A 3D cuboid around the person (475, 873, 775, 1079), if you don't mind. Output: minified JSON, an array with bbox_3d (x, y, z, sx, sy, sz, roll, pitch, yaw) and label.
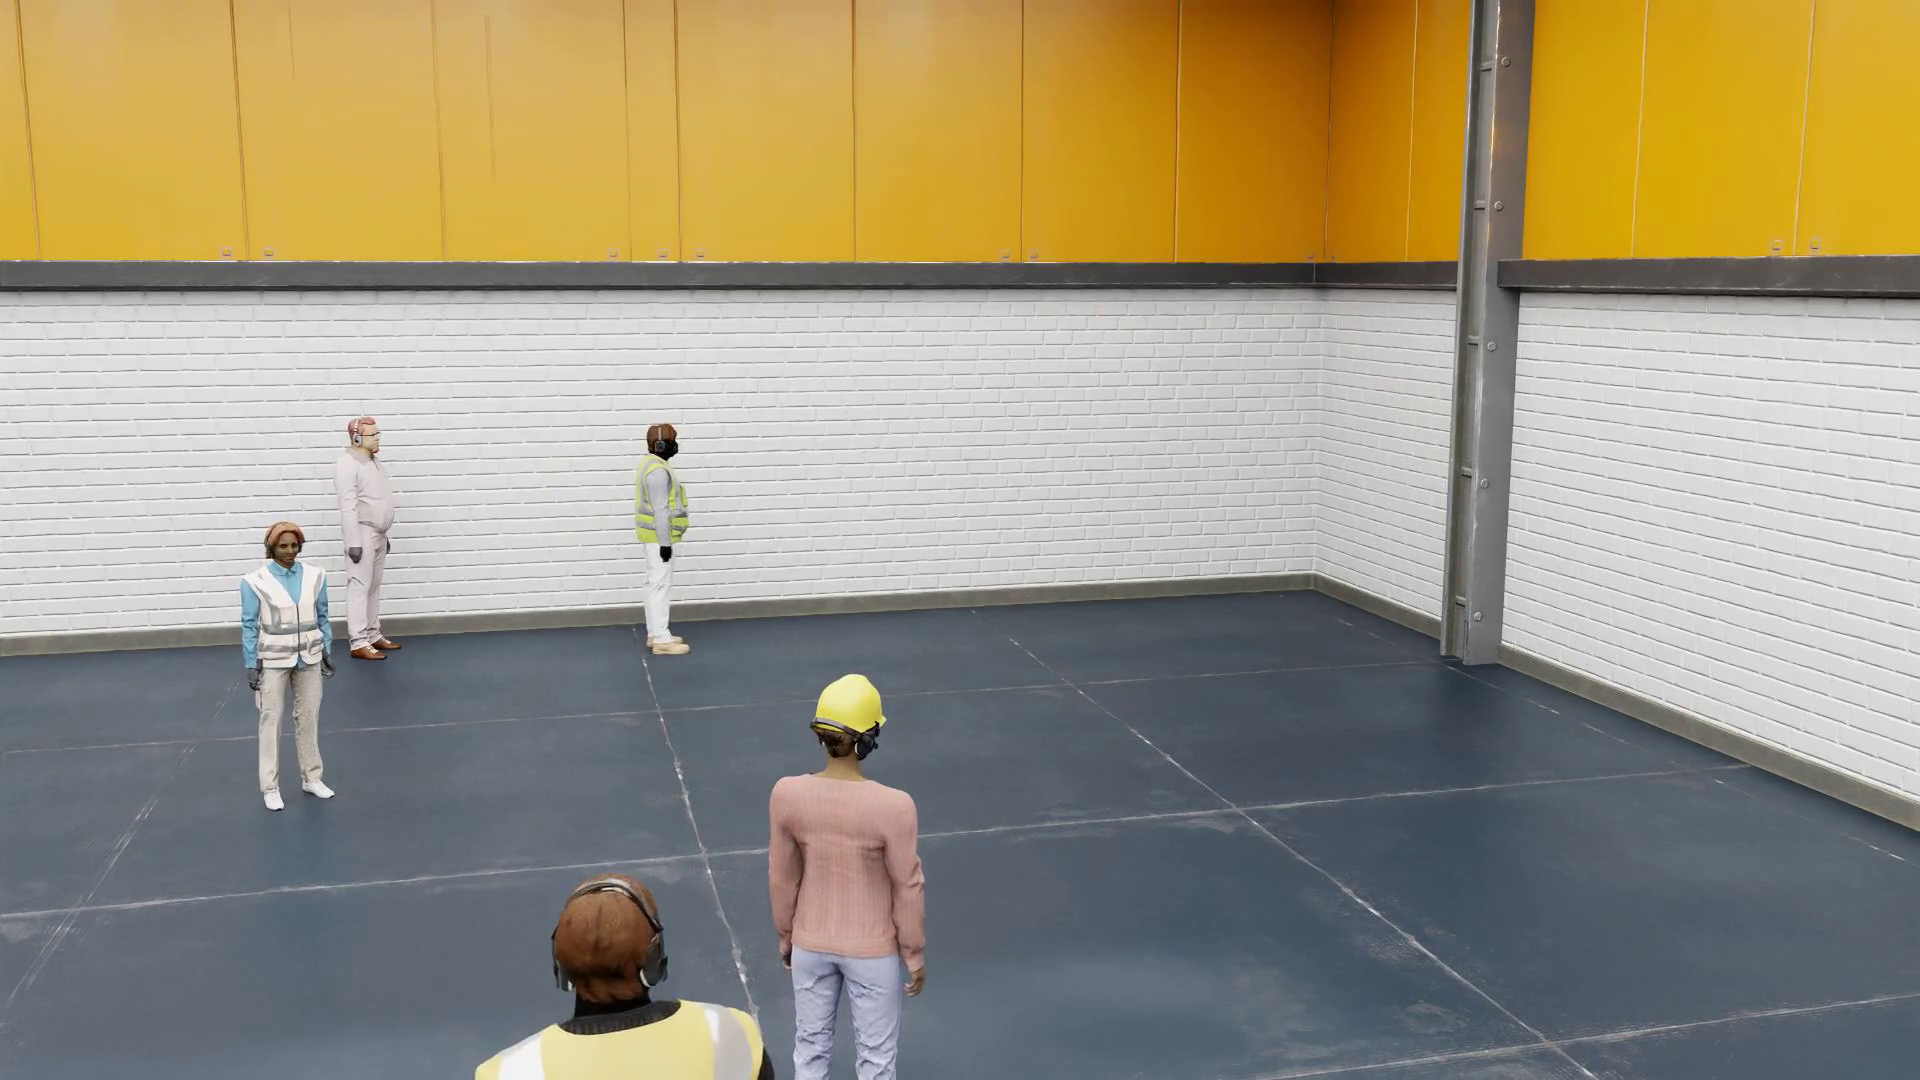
[{"bbox_3d":[-0.685,1.579,3.395,0.625,1.840,0.430,-5,10,-26],"label":"person"}]

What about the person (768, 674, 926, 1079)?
[{"bbox_3d":[-0.354,1.302,5.354,0.533,1.768,0.311,3,10,20],"label":"person"}]

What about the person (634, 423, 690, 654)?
[{"bbox_3d":[-2.384,-0.015,13.338,0.430,1.845,0.624,-3,9,-15],"label":"person"}]

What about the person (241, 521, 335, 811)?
[{"bbox_3d":[-3.822,0.704,9.483,0.309,1.636,0.522,8,12,41],"label":"person"}]

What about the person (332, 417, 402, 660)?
[{"bbox_3d":[-4.675,-0.021,13.164,0.406,1.911,0.636,0,9,1],"label":"person"}]
